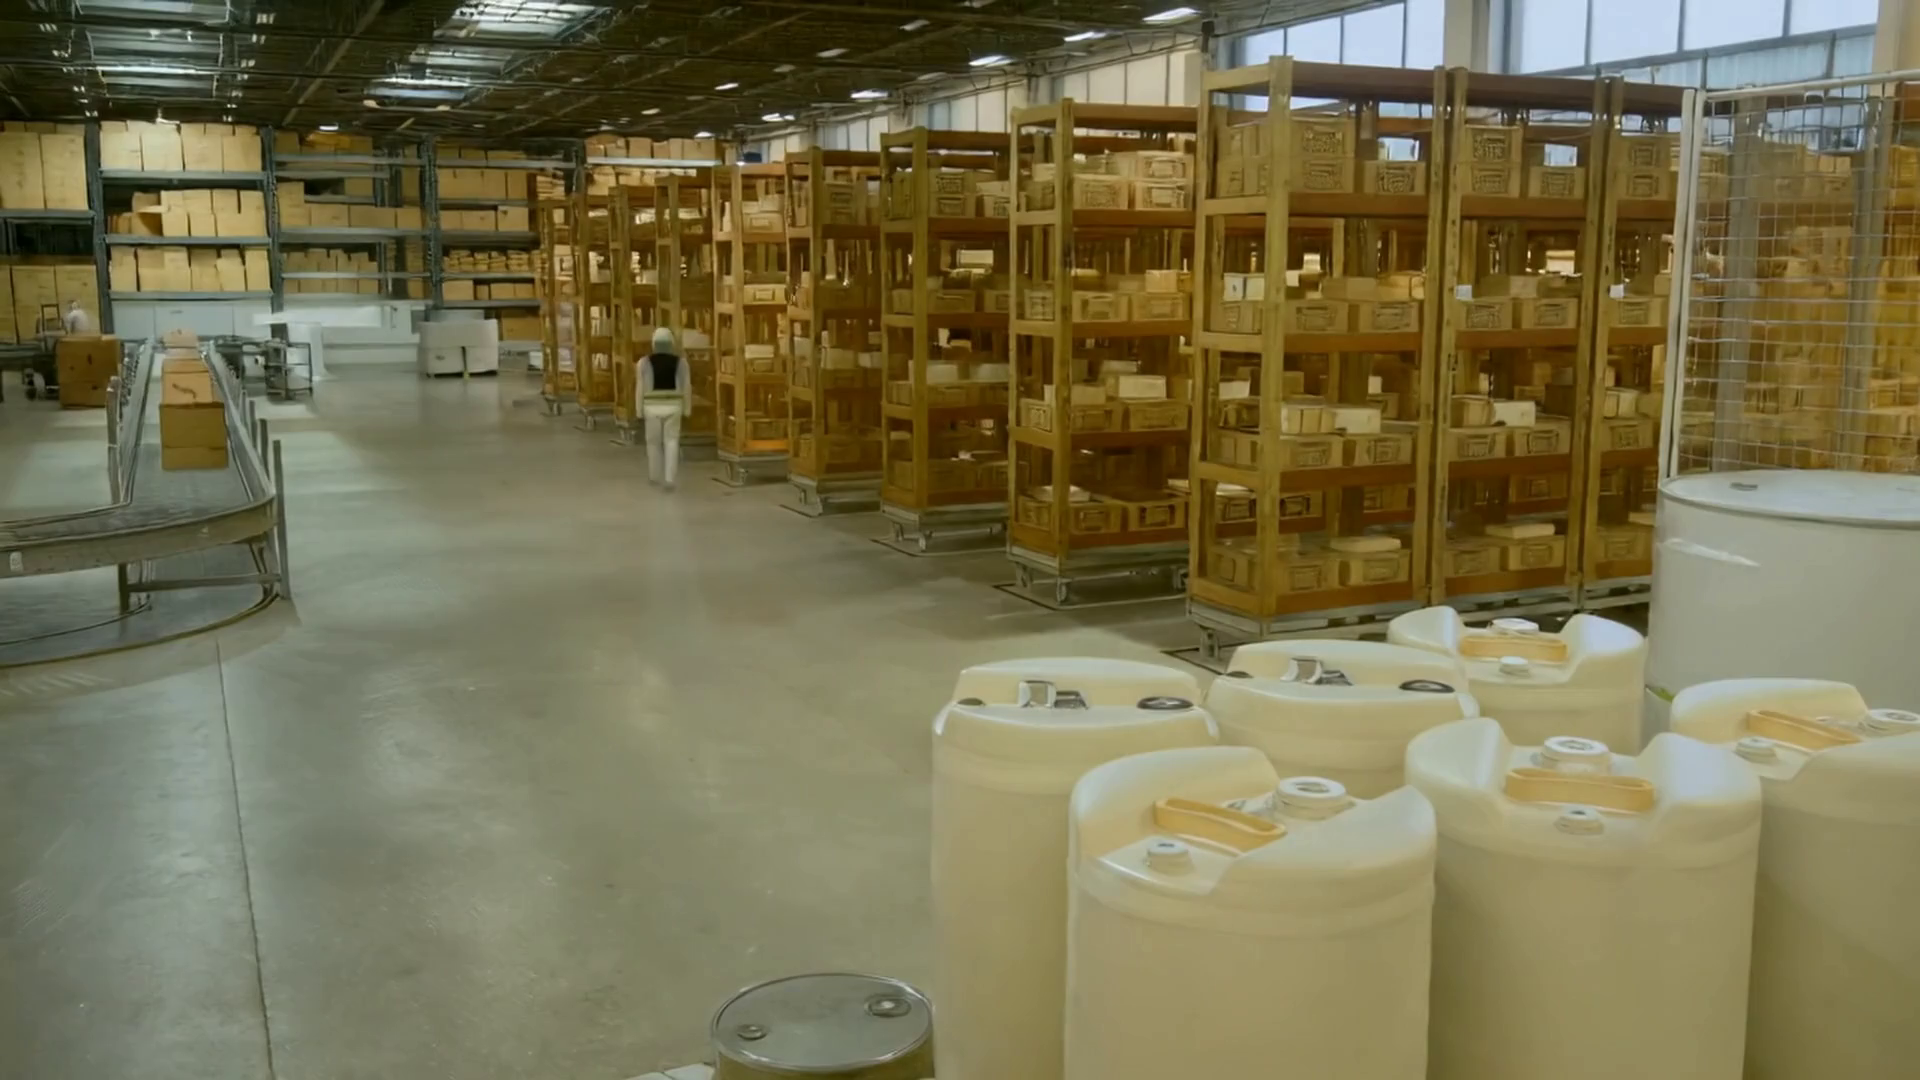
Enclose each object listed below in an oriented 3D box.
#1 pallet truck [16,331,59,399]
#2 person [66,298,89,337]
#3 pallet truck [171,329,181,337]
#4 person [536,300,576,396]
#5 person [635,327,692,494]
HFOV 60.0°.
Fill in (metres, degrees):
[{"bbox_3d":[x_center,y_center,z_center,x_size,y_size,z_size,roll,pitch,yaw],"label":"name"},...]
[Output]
[{"bbox_3d":[-17.082,-3.353,31.781,1.630,1.274,0.653,-4,10,-25],"label":"pallet truck"},{"bbox_3d":[-20.236,-4.636,38.140,0.406,1.822,0.591,2,9,15],"label":"person"},{"bbox_3d":[-17.275,-3.851,35.096,1.601,1.201,0.680,0,9,1],"label":"pallet truck"},{"bbox_3d":[-7.873,-3.786,32.662,0.621,1.899,1.013,7,12,38],"label":"person"},{"bbox_3d":[-3.260,-1.427,18.247,0.625,1.806,0.763,-3,10,-16],"label":"person"}]
